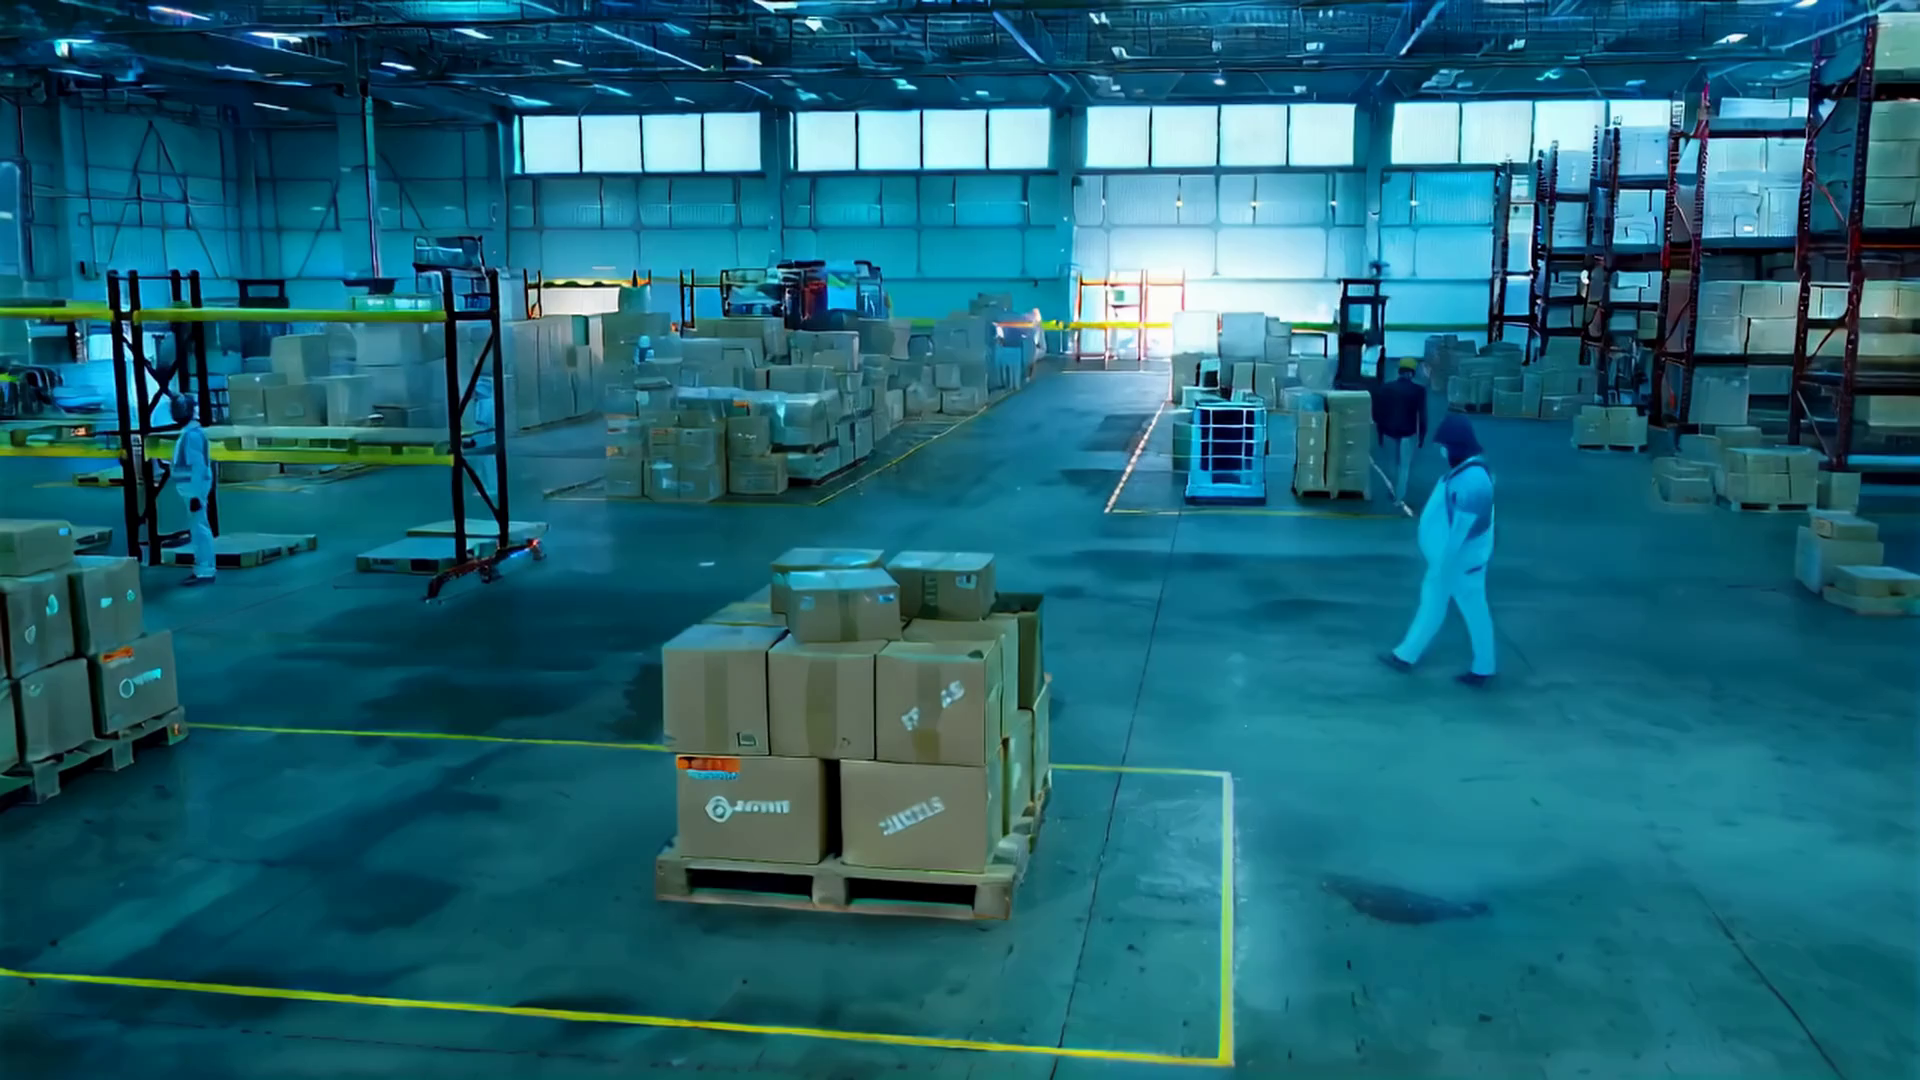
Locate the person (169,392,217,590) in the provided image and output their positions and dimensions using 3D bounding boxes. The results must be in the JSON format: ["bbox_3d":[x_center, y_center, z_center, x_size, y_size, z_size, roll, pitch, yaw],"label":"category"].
[{"bbox_3d":[-7.319,-0.466,15.856,0.362,1.883,0.575,-5,11,-29],"label":"person"}]

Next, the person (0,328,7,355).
[{"bbox_3d":[-22.582,-4.143,39.095,0.322,1.699,0.535,-1,9,-7],"label":"person"}]

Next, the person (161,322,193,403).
[{"bbox_3d":[-17.893,-4.072,38.031,0.663,1.912,0.389,0,9,-2],"label":"person"}]

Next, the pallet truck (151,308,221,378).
[{"bbox_3d":[-21.869,-5.598,47.154,0.823,1.965,1.885,4,10,26],"label":"pallet truck"}]

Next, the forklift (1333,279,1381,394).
[{"bbox_3d":[9.844,-5.040,40.995,1.129,2.768,1.873,1,9,8],"label":"forklift"}]

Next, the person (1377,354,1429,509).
[{"bbox_3d":[5.683,-1.392,21.280,0.650,1.970,0.585,7,11,35],"label":"person"}]

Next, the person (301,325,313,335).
[{"bbox_3d":[-13.443,-3.495,34.451,0.572,1.907,0.555,-1,9,-4],"label":"person"}]

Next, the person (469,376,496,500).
[{"bbox_3d":[-6.343,-1.359,22.108,0.307,1.641,0.512,-5,10,-28],"label":"person"}]

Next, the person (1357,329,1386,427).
[{"bbox_3d":[8.010,-3.156,32.380,0.387,1.910,0.591,-6,11,-34],"label":"person"}]

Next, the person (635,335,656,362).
[{"bbox_3d":[-6.790,-3.605,35.963,0.513,1.640,0.309,3,10,20],"label":"person"}]

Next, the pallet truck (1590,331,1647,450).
[{"bbox_3d":[11.253,-2.573,28.499,0.823,1.965,1.885,5,10,27],"label":"pallet truck"}]

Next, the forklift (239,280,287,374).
[{"bbox_3d":[-15.623,-4.464,37.445,1.129,2.768,1.873,-3,10,-19],"label":"forklift"}]

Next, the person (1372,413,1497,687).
[{"bbox_3d":[3.509,0.058,12.137,0.961,2.000,0.699,1,9,9],"label":"person"}]

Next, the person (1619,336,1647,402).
[{"bbox_3d":[13.047,-3.118,32.366,0.624,1.836,0.430,-5,11,-29],"label":"person"}]

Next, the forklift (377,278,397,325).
[{"bbox_3d":[-15.073,-5.503,43.852,1.873,2.768,1.129,-4,10,-25],"label":"forklift"}]
